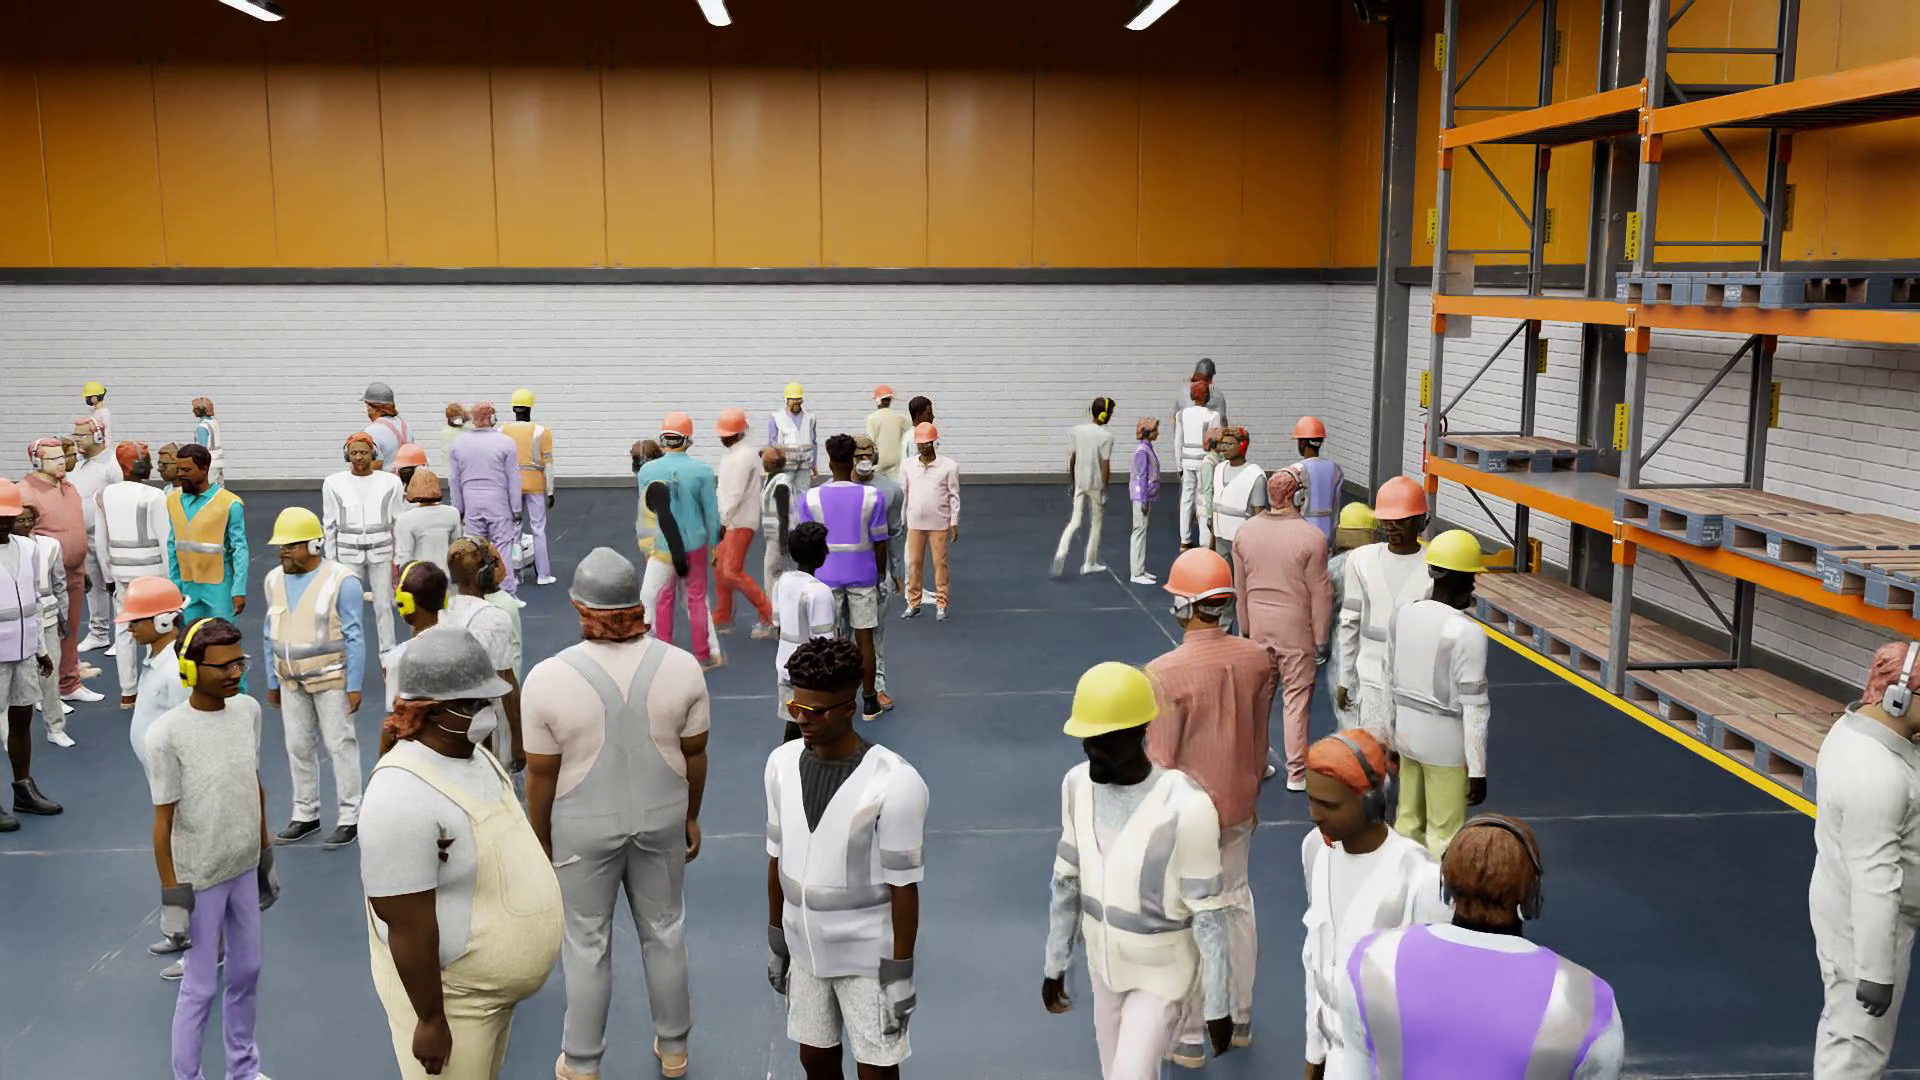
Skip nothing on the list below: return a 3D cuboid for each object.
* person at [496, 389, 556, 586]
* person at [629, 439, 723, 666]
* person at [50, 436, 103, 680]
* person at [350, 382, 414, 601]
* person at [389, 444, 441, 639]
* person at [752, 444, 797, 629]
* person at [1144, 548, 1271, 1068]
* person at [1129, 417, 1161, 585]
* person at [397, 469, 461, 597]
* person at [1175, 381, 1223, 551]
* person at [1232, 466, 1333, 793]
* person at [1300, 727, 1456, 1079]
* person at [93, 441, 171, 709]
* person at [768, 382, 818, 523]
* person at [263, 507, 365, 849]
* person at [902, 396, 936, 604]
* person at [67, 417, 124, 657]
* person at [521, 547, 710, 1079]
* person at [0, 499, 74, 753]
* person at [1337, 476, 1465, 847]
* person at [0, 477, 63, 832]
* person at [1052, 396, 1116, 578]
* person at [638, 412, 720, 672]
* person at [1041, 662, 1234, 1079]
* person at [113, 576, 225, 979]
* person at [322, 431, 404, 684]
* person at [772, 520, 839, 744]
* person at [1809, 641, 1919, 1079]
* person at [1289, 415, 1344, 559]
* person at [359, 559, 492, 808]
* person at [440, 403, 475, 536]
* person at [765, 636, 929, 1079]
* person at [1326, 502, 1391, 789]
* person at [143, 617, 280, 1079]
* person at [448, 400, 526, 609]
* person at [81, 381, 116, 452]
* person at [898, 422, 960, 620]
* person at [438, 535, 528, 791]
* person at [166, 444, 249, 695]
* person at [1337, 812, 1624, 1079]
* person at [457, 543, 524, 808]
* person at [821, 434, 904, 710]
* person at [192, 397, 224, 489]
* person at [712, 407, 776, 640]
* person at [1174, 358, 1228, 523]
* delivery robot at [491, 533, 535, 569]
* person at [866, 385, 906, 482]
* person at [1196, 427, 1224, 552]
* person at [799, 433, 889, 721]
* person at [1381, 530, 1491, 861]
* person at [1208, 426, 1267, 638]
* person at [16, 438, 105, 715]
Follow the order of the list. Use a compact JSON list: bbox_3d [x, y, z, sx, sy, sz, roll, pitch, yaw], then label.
[{"bbox_3d":[-4.234,-0.505,16.185,0.589,1.928,0.384,0,9,0],"label":"person"},{"bbox_3d":[-2.297,0.119,12.765,0.973,1.769,0.635,0,9,2],"label":"person"},{"bbox_3d":[-6.701,0.141,12.424,0.341,1.840,0.503,-8,12,-42],"label":"person"},{"bbox_3d":[-5.419,-0.459,15.539,0.537,2.000,0.682,2,9,10],"label":"person"},{"bbox_3d":[-4.151,0.142,12.669,0.329,1.750,0.560,-8,12,-42],"label":"person"},{"bbox_3d":[-1.500,-0.031,14.184,0.519,1.609,0.527,-2,9,-12],"label":"person"},{"bbox_3d":[0.920,1.019,6.399,0.612,1.995,0.393,-6,11,-35],"label":"person"},{"bbox_3d":[1.816,-0.389,16.358,0.310,1.638,0.523,2,9,9],"label":"person"},{"bbox_3d":[-3.826,0.303,12.027,0.285,1.634,0.499,8,12,42],"label":"person"},{"bbox_3d":[2.609,-0.792,18.126,0.574,1.884,0.356,7,12,39],"label":"person"},{"bbox_3d":[1.915,0.523,9.783,0.642,1.913,0.410,9,12,43],"label":"person"},{"bbox_3d":[1.192,1.396,4.445,0.635,1.863,0.626,-4,10,-22],"label":"person"},{"bbox_3d":[-5.700,0.251,11.577,0.584,1.882,0.346,2,9,12],"label":"person"},{"bbox_3d":[-1.859,-0.857,18.691,0.590,1.833,0.404,-5,10,-29],"label":"person"},{"bbox_3d":[-3.420,0.725,8.796,0.605,1.824,0.404,3,9,17],"label":"person"},{"bbox_3d":[-0.390,-0.372,15.376,0.392,1.920,0.593,0,9,-3],"label":"person"},{"bbox_3d":[-6.877,-0.029,13.259,0.647,1.908,0.409,4,10,23],"label":"person"},{"bbox_3d":[-1.294,1.029,6.196,0.687,2.000,0.538,-4,10,-26],"label":"person"},{"bbox_3d":[-5.903,0.546,10.514,0.313,1.631,0.517,7,11,38],"label":"person"},{"bbox_3d":[2.172,0.696,8.279,0.614,2.041,0.389,5,10,30],"label":"person"},{"bbox_3d":[-5.232,0.615,9.139,0.376,1.933,0.545,3,10,20],"label":"person"},{"bbox_3d":[1.262,-0.526,16.611,0.561,1.828,0.778,6,11,35],"label":"person"},{"bbox_3d":[-2.126,0.023,12.656,0.612,1.995,0.376,1,9,4],"label":"person"},{"bbox_3d":[0.492,1.292,4.965,0.530,1.903,0.623,-7,12,-39],"label":"person"},{"bbox_3d":[-3.435,1.012,7.232,0.347,1.743,0.566,-6,11,-35],"label":"person"},{"bbox_3d":[-4.384,0.142,12.268,0.576,1.882,0.355,-3,10,-20],"label":"person"},{"bbox_3d":[-0.827,0.735,9.119,0.315,1.696,0.540,-6,11,-34],"label":"person"},{"bbox_3d":[2.924,1.246,5.314,0.401,1.894,0.653,4,10,24],"label":"person"},{"bbox_3d":[2.727,-0.008,13.037,0.547,1.936,0.364,-5,10,-29],"label":"person"},{"bbox_3d":[-2.219,1.001,7.008,0.516,1.842,0.487,3,9,17],"label":"person"},{"bbox_3d":[-5.628,-0.774,18.909,0.357,1.596,0.656,4,10,26],"label":"person"},{"bbox_3d":[-0.367,1.247,5.109,0.598,1.958,0.372,6,11,34],"label":"person"},{"bbox_3d":[2.329,0.637,9.691,0.486,1.709,0.824,-3,10,-19],"label":"person"},{"bbox_3d":[-2.597,1.180,5.817,0.314,1.861,0.511,3,10,20],"label":"person"},{"bbox_3d":[-4.242,-0.305,14.989,0.642,1.911,0.401,1,9,8],"label":"person"},{"bbox_3d":[-10.321,-1.024,19.980,0.338,1.761,0.524,-9,13,-43],"label":"person"},{"bbox_3d":[-0.288,-0.165,14.590,0.572,1.749,0.341,2,9,14],"label":"person"},{"bbox_3d":[-2.213,0.890,7.683,0.505,1.847,0.346,5,10,26],"label":"person"},{"bbox_3d":[-5.025,0.304,11.135,0.597,1.916,0.370,3,9,17],"label":"person"},{"bbox_3d":[1.165,1.520,3.785,0.623,1.835,0.431,5,10,29],"label":"person"},{"bbox_3d":[-2.526,0.807,8.857,0.500,1.636,0.280,7,11,36],"label":"person"},{"bbox_3d":[-0.681,0.231,11.531,0.631,1.940,0.372,-3,10,-20],"label":"person"},{"bbox_3d":[-8.632,-0.825,19.135,0.315,1.631,0.513,-1,9,-9],"label":"person"},{"bbox_3d":[-1.835,-0.140,13.791,0.615,1.957,0.635,-3,10,-20],"label":"person"},{"bbox_3d":[2.992,-1.226,20.357,0.538,2.000,0.696,-9,13,-44],"label":"person"},{"bbox_3d":[-4.409,0.099,16.395,0.477,0.478,0.707,1,9,5],"label":"delivery robot"},{"bbox_3d":[-0.926,-0.971,19.693,0.596,1.730,0.574,-7,12,-38],"label":"person"},{"bbox_3d":[2.324,-0.220,15.293,0.308,1.641,0.515,3,9,16],"label":"person"},{"bbox_3d":[-0.782,0.258,11.268,0.603,1.967,0.372,0,9,-2],"label":"person"},{"bbox_3d":[2.114,0.907,7.324,0.386,1.922,0.594,-4,10,-26],"label":"person"},{"bbox_3d":[2.186,0.022,13.138,0.389,1.843,0.563,-5,11,-30],"label":"person"},{"bbox_3d":[-6.277,0.240,11.571,0.409,1.909,0.639,1,9,6],"label":"person"}]
